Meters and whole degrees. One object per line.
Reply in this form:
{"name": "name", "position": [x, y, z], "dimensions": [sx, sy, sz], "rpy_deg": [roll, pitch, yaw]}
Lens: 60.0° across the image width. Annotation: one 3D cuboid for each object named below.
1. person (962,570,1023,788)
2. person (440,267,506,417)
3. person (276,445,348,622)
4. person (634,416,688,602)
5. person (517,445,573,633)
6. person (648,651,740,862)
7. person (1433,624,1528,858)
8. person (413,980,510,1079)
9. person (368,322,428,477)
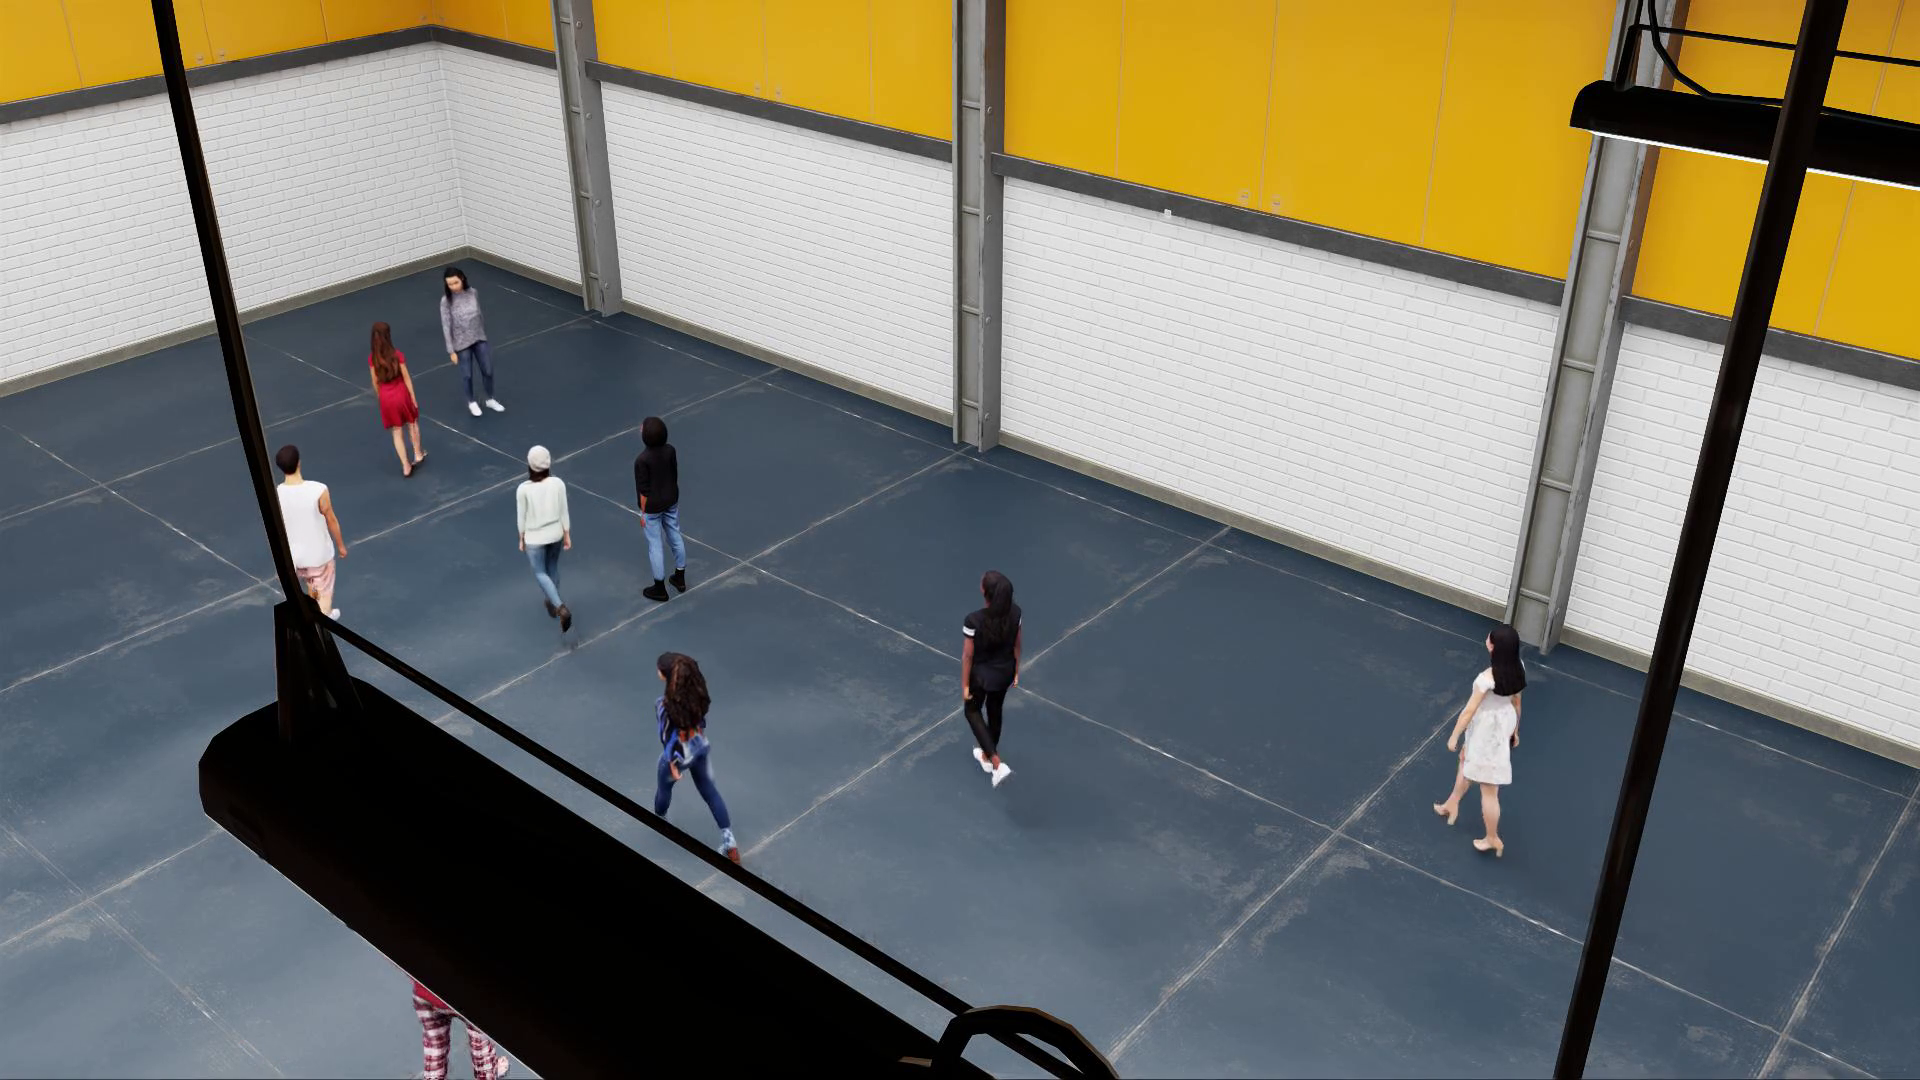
{"name": "person", "position": [0.254, 1.008, 11.784], "dimensions": [0.847, 1.714, 1.013], "rpy_deg": [-12, 31, -21]}
{"name": "person", "position": [-5.177, -2.093, 17.490], "dimensions": [0.717, 1.693, 0.736], "rpy_deg": [23, 36, 36]}
{"name": "person", "position": [-5.234, 0.126, 13.357], "dimensions": [1.128, 1.756, 1.176], "rpy_deg": [-2, 29, -3]}
{"name": "person", "position": [-2.554, -0.280, 14.163], "dimensions": [0.533, 1.698, 0.555], "rpy_deg": [23, 36, 35]}
{"name": "person", "position": [-3.403, 0.005, 13.714], "dimensions": [0.760, 1.627, 1.039], "rpy_deg": [-17, 33, -28]}
{"name": "person", "position": [-1.763, 1.459, 11.101], "dimensions": [1.033, 1.576, 0.607], "rpy_deg": [21, 35, 33]}
{"name": "person", "position": [3.585, 1.382, 11.057], "dimensions": [0.780, 1.754, 0.964], "rpy_deg": [-18, 33, -29]}
{"name": "person", "position": [-2.860, 2.498, 9.094], "dimensions": [0.839, 1.675, 0.822], "rpy_deg": [15, 32, 26]}
{"name": "person", "position": [-5.550, -1.347, 16.296], "dimensions": [0.787, 1.527, 0.864], "rpy_deg": [-2, 29, -4]}
